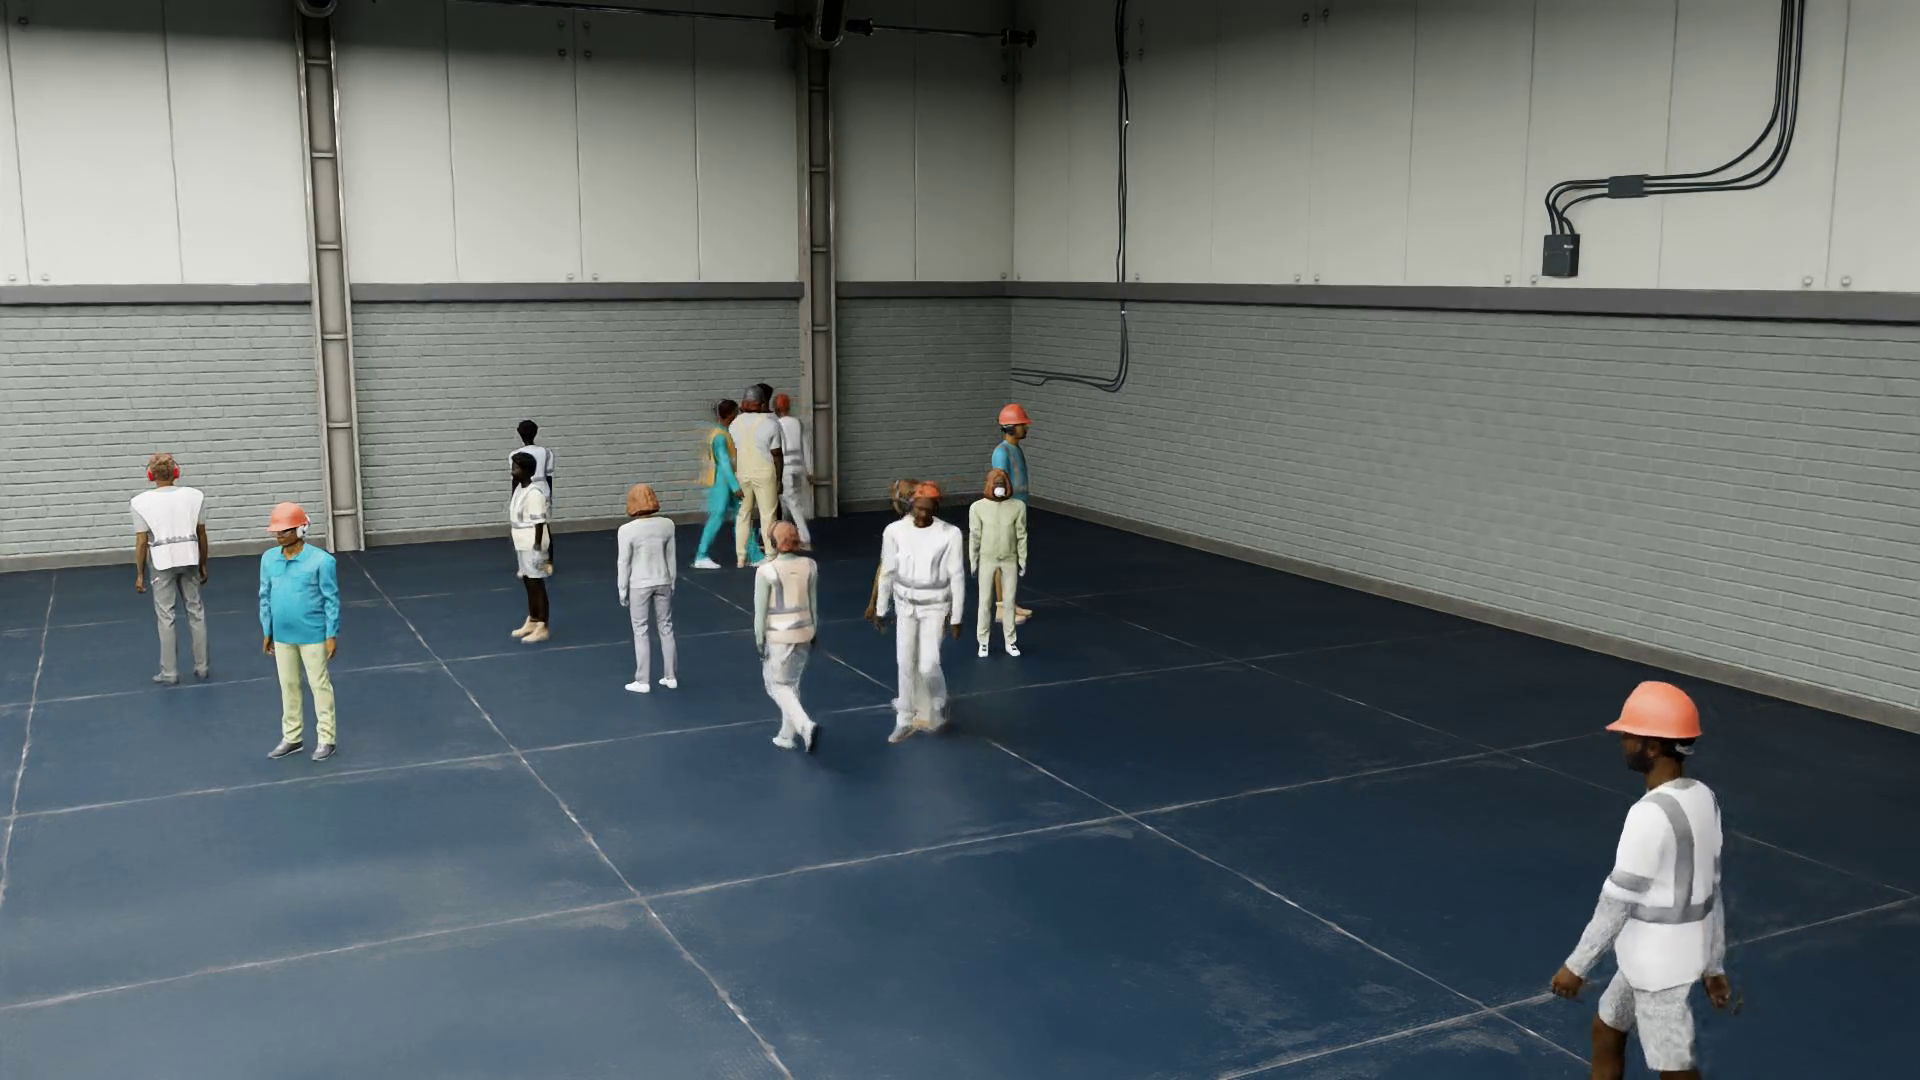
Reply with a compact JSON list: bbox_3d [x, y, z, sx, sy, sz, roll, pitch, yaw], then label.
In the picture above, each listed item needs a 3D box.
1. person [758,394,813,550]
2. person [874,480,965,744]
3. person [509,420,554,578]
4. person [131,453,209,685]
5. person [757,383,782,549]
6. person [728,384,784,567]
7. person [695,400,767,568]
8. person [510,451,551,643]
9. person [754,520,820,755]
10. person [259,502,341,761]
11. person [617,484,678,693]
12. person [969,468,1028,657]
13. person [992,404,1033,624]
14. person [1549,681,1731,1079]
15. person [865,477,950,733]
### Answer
[{"bbox_3d":[-2.086,-0.811,19.663,1.026,1.821,0.588,8,12,39],"label":"person"},{"bbox_3d":[-0.264,0.495,11.533,0.667,1.859,0.474,5,10,27],"label":"person"},{"bbox_3d":[-4.574,-0.434,17.767,0.317,1.693,0.540,8,12,41],"label":"person"},{"bbox_3d":[-6.248,0.234,13.209,0.392,1.839,0.563,9,13,44],"label":"person"},{"bbox_3d":[-2.304,-0.875,19.644,0.367,1.967,0.606,5,10,26],"label":"person"},{"bbox_3d":[-2.249,-0.707,18.385,0.684,2.000,0.538,2,9,12],"label":"person"},{"bbox_3d":[-2.520,-0.601,18.274,0.939,1.870,0.592,2,9,11],"label":"person"},{"bbox_3d":[-3.812,0.057,14.739,0.319,1.695,0.540,-5,11,-31],"label":"person"},{"bbox_3d":[-1.128,0.671,11.219,0.524,1.616,0.603,-8,12,-41],"label":"person"},{"bbox_3d":[-4.438,0.612,11.139,0.571,1.749,0.343,2,9,12],"label":"person"},{"bbox_3d":[-2.434,0.376,12.993,0.501,1.629,0.287,-7,12,-38],"label":"person"},{"bbox_3d":[0.324,0.193,14.120,0.499,1.627,0.281,-1,9,-9],"label":"person"},{"bbox_3d":[0.496,-0.247,15.533,0.368,2.048,0.607,2,10,15],"label":"person"},{"bbox_3d":[2.457,1.432,5.693,0.989,1.900,0.541,7,12,37],"label":"person"},{"bbox_3d":[-0.397,0.449,11.995,0.512,1.802,0.800,-8,12,-41],"label":"person"}]
